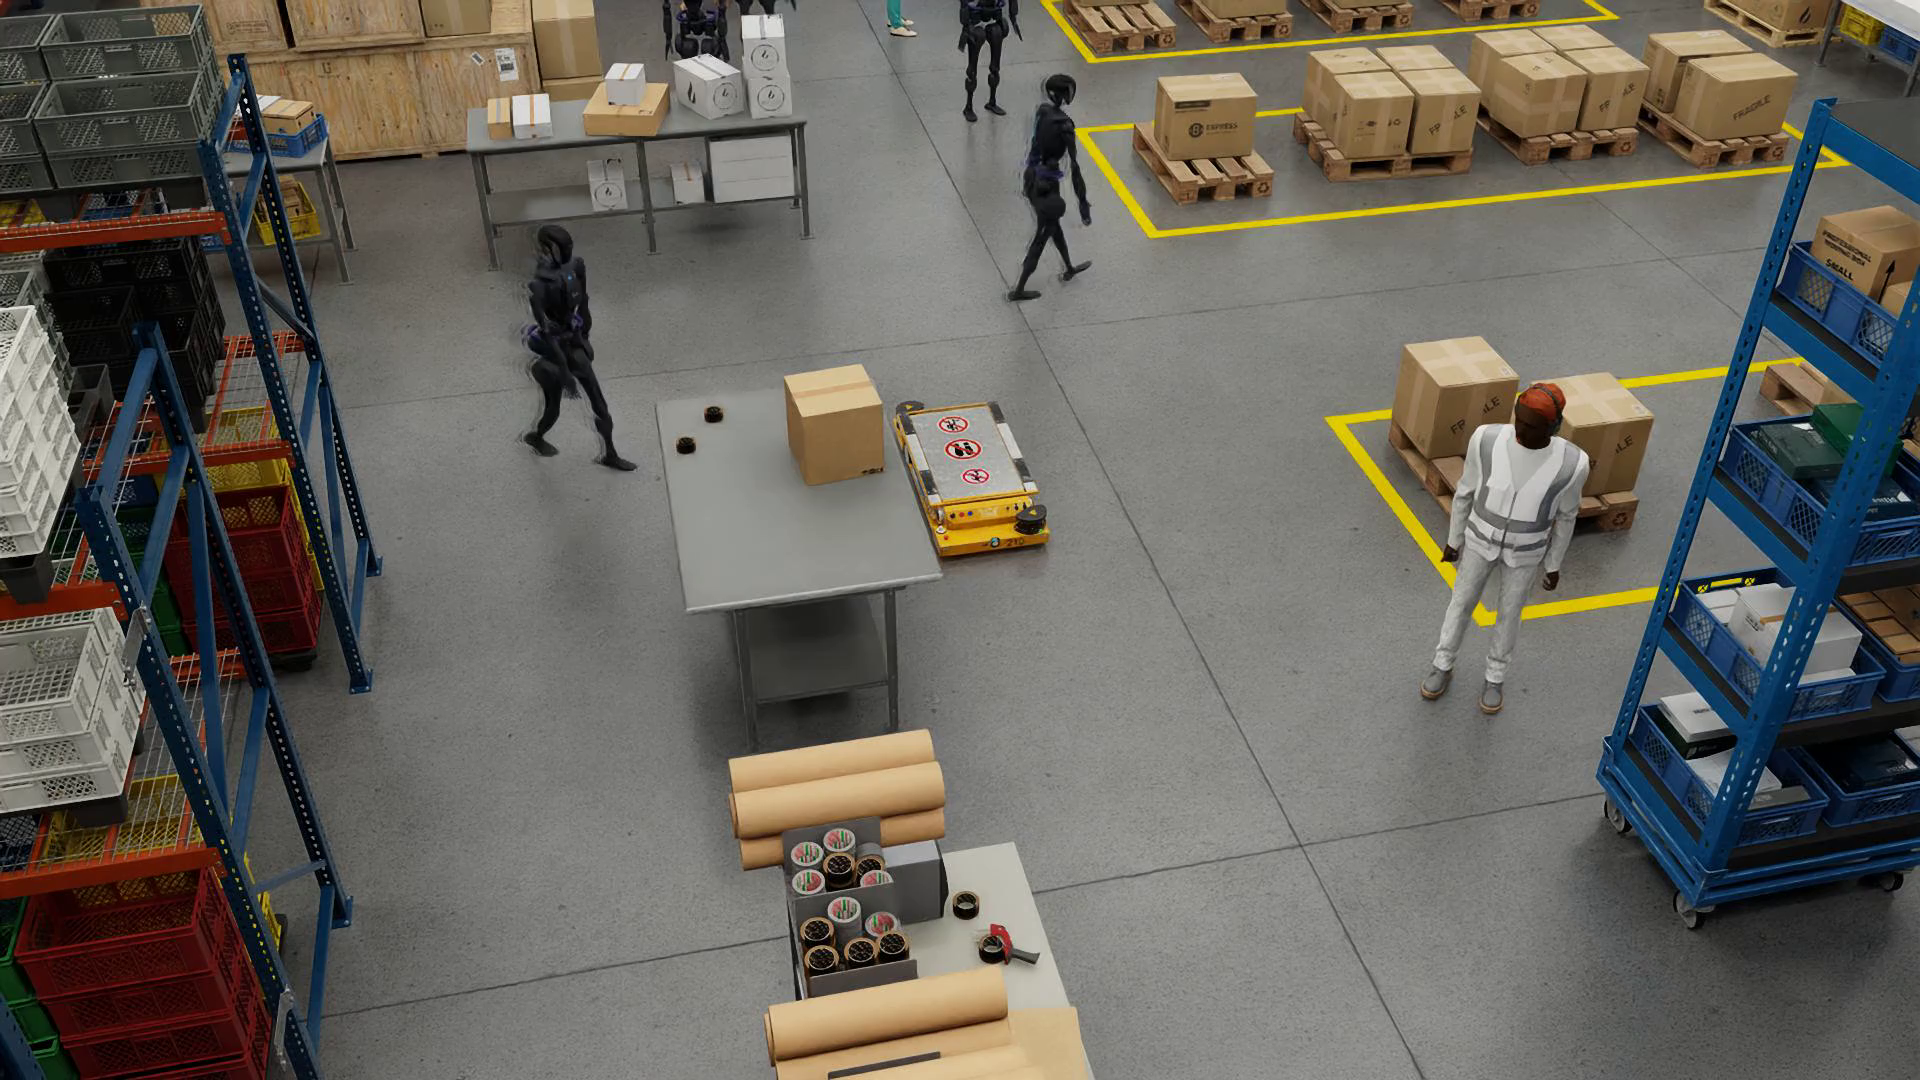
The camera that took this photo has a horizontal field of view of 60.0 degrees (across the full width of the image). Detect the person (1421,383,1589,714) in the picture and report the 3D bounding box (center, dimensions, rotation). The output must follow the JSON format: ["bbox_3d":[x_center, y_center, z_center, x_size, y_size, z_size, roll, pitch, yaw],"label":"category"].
[{"bbox_3d":[2.666,0.039,8.148,0.572,1.884,0.360,16,40,21],"label":"person"}]

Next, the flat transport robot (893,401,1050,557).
[{"bbox_3d":[0.046,-0.430,10.108,0.652,0.197,1.431,-8,37,-10],"label":"flat transport robot"}]

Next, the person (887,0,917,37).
[{"bbox_3d":[-0.559,-5.793,16.085,0.327,1.765,0.532,-4,37,-5],"label":"person"}]

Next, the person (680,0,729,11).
[{"bbox_3d":[-2.634,-6.267,16.494,0.680,2.000,0.537,-22,42,-27],"label":"person"}]

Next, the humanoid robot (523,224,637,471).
[{"bbox_3d":[-2.391,-1.154,9.962,0.734,1.634,0.538,21,42,26],"label":"humanoid robot"}]

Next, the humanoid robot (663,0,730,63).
[{"bbox_3d":[-2.236,-4.272,14.111,0.572,1.652,0.318,5,37,6],"label":"humanoid robot"}]

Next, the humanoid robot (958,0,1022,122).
[{"bbox_3d":[0.246,-4.468,14.370,0.603,1.653,0.316,-17,40,-21],"label":"humanoid robot"}]

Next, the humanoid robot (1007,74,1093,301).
[{"bbox_3d":[0.661,-2.492,11.756,0.759,1.624,0.621,-12,38,-15],"label":"humanoid robot"}]

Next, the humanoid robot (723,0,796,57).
[{"bbox_3d":[-1.859,-5.059,15.176,0.652,1.647,0.580,-9,38,-12],"label":"humanoid robot"}]

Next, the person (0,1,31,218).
[{"bbox_3d":[-6.988,-3.107,12.285,0.608,1.995,0.375,20,41,24],"label":"person"}]
